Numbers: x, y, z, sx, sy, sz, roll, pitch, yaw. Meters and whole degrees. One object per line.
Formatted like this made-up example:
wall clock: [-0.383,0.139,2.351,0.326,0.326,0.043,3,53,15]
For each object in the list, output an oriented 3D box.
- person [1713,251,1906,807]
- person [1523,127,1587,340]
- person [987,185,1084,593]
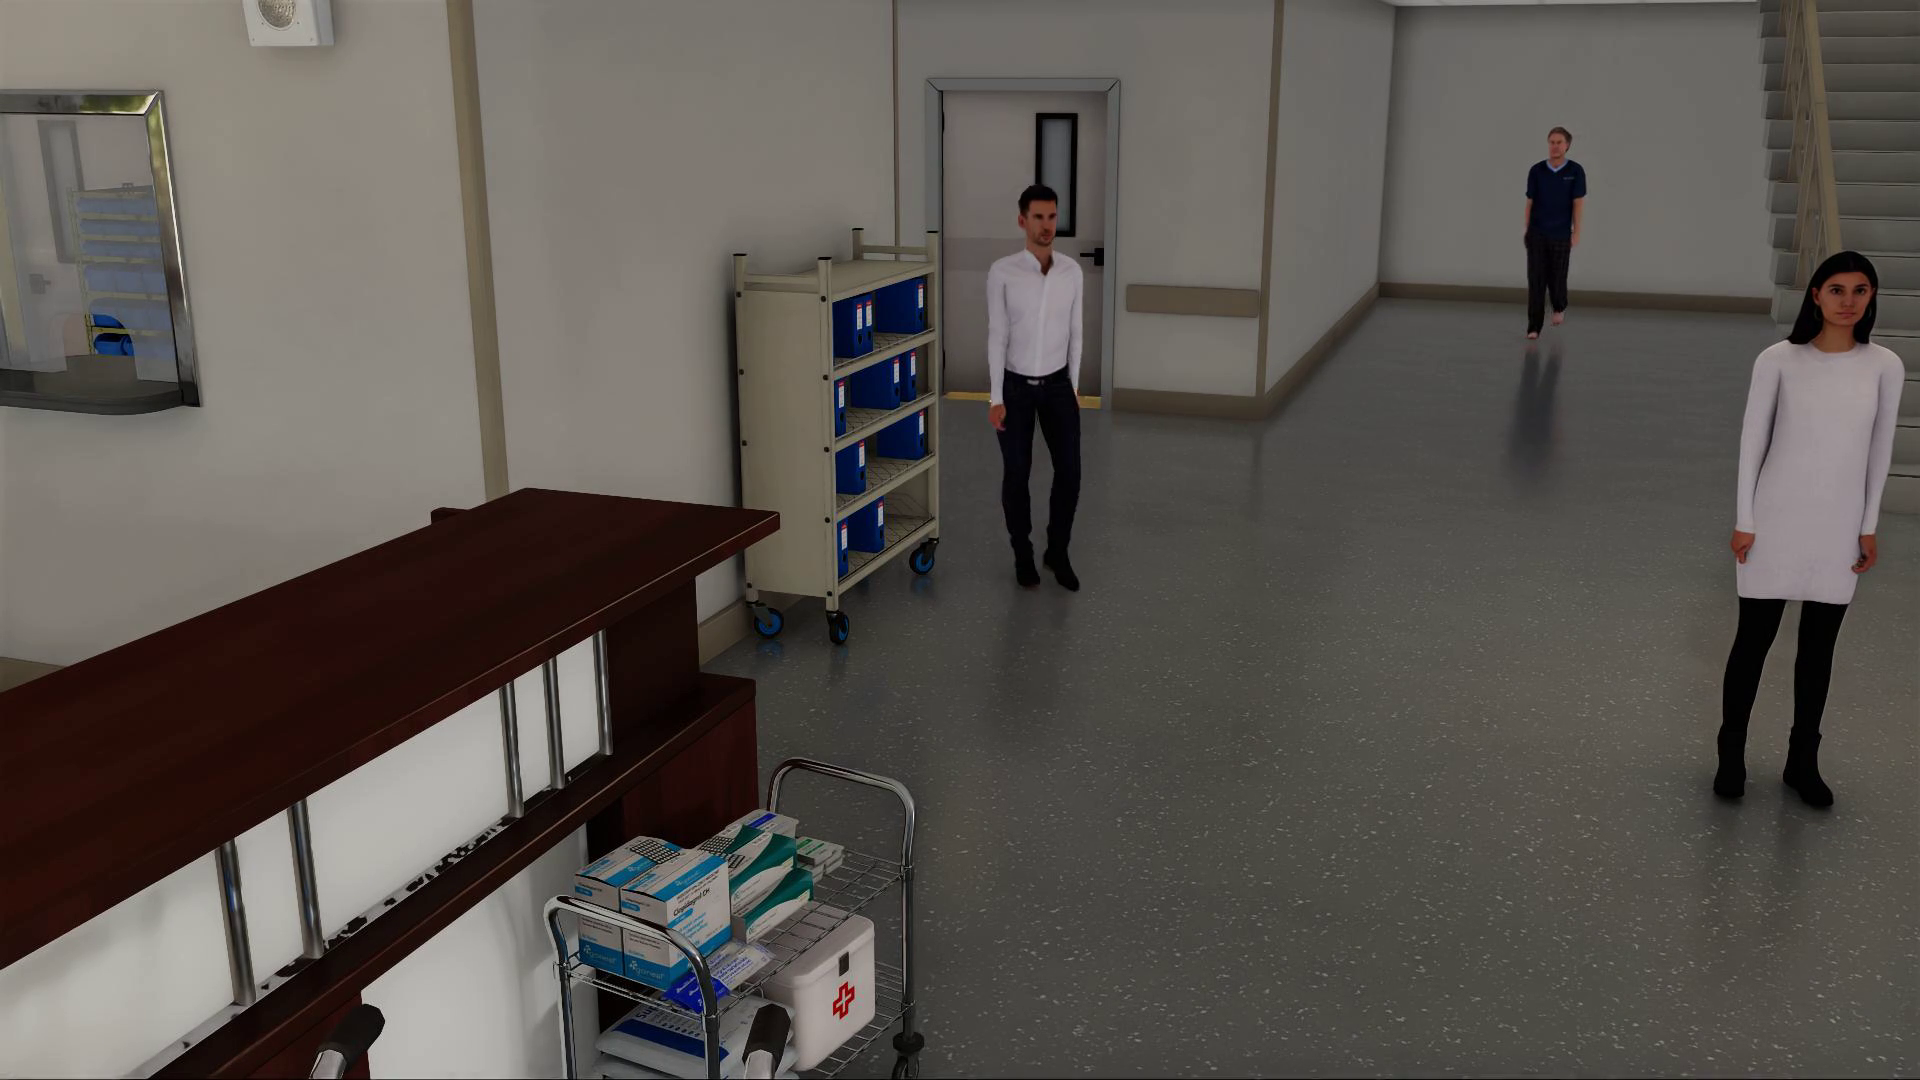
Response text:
person: [2.753,-0.030,5.407,0.627,1.809,0.565,4,16,13]
person: [5.297,-2.737,14.927,0.728,1.853,0.956,8,18,26]
person: [0.315,-0.716,7.760,0.765,1.852,0.818,-2,16,-8]
